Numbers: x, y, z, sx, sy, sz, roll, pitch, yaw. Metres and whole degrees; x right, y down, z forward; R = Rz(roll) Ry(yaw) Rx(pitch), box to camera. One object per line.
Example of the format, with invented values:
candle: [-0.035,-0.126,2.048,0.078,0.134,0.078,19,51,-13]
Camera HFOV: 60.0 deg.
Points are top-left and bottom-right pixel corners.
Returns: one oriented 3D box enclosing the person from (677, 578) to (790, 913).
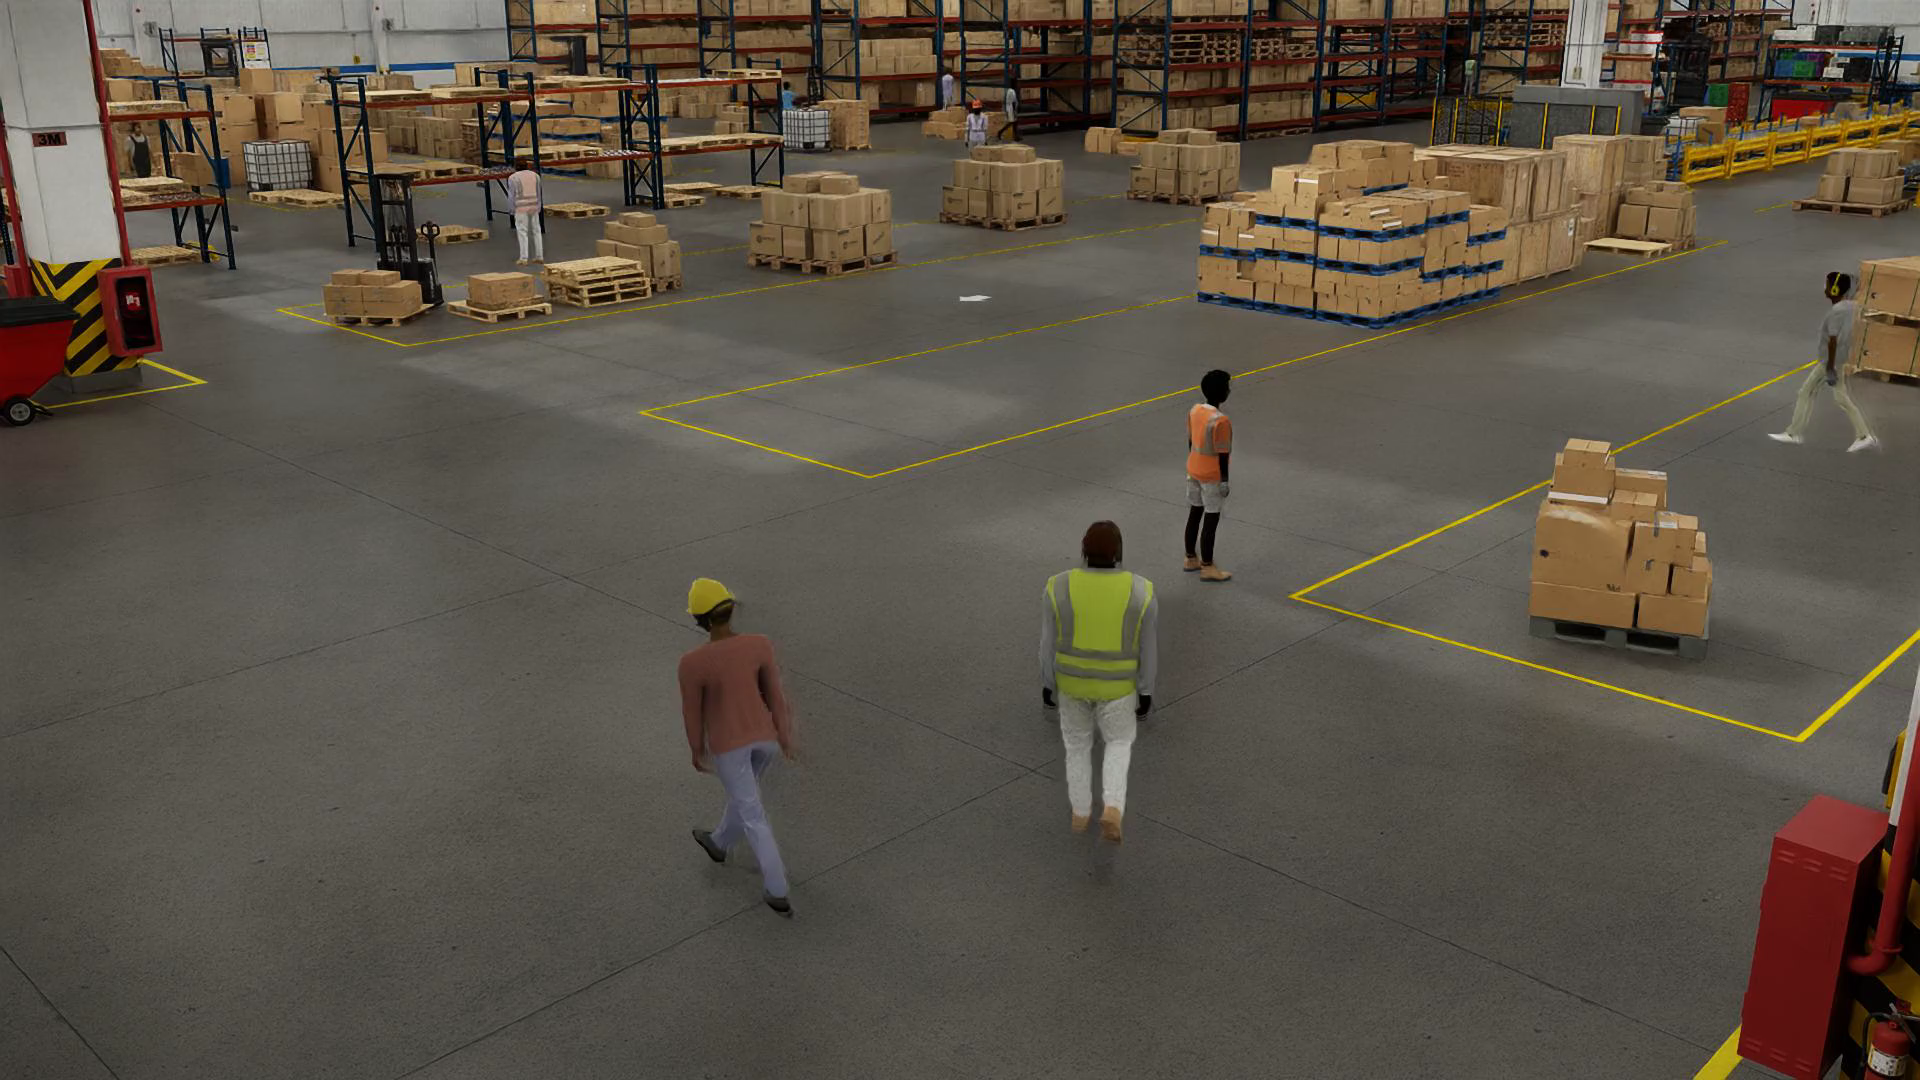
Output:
person: [-1.164,1.022,8.541,0.525,1.688,0.921,-15,23,-38]

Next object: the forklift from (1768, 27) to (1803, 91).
forklift: [38.112,-22.152,76.524,1.129,2.768,1.873,17,25,41]

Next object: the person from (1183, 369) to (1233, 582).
person: [1.979,-0.517,13.189,0.317,1.695,0.540,-7,20,-21]

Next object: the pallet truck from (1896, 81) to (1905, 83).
pallet truck: [34.802,-16.331,61.455,0.653,1.274,1.630,17,25,41]

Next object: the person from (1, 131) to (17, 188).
person: [-18.847,-7.332,33.395,0.635,1.921,0.739,-6,19,-16]

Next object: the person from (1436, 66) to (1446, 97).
person: [18.940,-17.841,65.482,0.279,1.633,0.499,17,25,41]

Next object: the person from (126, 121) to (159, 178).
person: [-17.515,-8.050,35.676,0.399,1.830,0.521,10,21,29]

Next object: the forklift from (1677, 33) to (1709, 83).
forklift: [29.243,-18.892,66.702,1.129,2.768,1.873,17,25,41]

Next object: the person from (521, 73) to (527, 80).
person: [-14.141,-14.320,54.471,0.492,1.901,0.615,5,19,14]

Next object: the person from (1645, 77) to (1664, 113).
person: [23.618,-14.880,56.535,0.883,1.649,0.545,-16,24,-39]

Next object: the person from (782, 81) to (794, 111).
person: [-5.590,-13.908,53.553,0.545,1.680,0.375,-14,23,-35]

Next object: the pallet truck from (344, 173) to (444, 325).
pallet truck: [-8.209,-4.181,23.757,0.823,1.965,1.885,3,19,9]

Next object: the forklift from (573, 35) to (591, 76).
forklift: [-14.277,-17.633,62.909,1.873,2.768,1.129,0,18,-1]

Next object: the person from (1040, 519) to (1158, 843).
person: [0.742,0.800,9.029,0.639,1.829,0.581,2,18,6]

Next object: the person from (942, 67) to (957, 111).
person: [-0.285,-15.527,58.072,0.830,1.910,0.662,-12,22,-31]

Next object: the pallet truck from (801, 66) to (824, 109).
pallet truck: [-4.812,-15.182,56.903,0.823,1.965,1.885,-9,21,-26]

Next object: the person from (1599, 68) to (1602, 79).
person: [22.289,-15.557,58.197,0.636,1.900,0.399,10,21,28]

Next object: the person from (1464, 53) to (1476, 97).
person: [22.098,-20.140,72.090,0.389,1.838,0.563,-13,22,-34]

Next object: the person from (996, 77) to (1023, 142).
person: [1.528,-13.167,50.915,0.751,1.950,0.621,-1,18,-3]

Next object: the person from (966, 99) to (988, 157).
person: [0.431,-9.999,41.419,0.562,1.918,0.578,3,19,9]

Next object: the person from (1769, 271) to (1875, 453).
person: [8.912,-1.808,16.889,0.528,1.829,0.972,-14,23,-35]

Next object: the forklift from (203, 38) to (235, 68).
forklift: [-26.325,-16.469,59.401,1.129,2.768,1.873,-7,20,-20]

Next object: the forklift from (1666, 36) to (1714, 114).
forklift: [27.341,-17.291,61.877,1.129,2.768,1.873,17,25,41]

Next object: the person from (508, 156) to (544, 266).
person: [-7.388,-5.588,28.265,0.431,1.835,0.624,16,24,41]
